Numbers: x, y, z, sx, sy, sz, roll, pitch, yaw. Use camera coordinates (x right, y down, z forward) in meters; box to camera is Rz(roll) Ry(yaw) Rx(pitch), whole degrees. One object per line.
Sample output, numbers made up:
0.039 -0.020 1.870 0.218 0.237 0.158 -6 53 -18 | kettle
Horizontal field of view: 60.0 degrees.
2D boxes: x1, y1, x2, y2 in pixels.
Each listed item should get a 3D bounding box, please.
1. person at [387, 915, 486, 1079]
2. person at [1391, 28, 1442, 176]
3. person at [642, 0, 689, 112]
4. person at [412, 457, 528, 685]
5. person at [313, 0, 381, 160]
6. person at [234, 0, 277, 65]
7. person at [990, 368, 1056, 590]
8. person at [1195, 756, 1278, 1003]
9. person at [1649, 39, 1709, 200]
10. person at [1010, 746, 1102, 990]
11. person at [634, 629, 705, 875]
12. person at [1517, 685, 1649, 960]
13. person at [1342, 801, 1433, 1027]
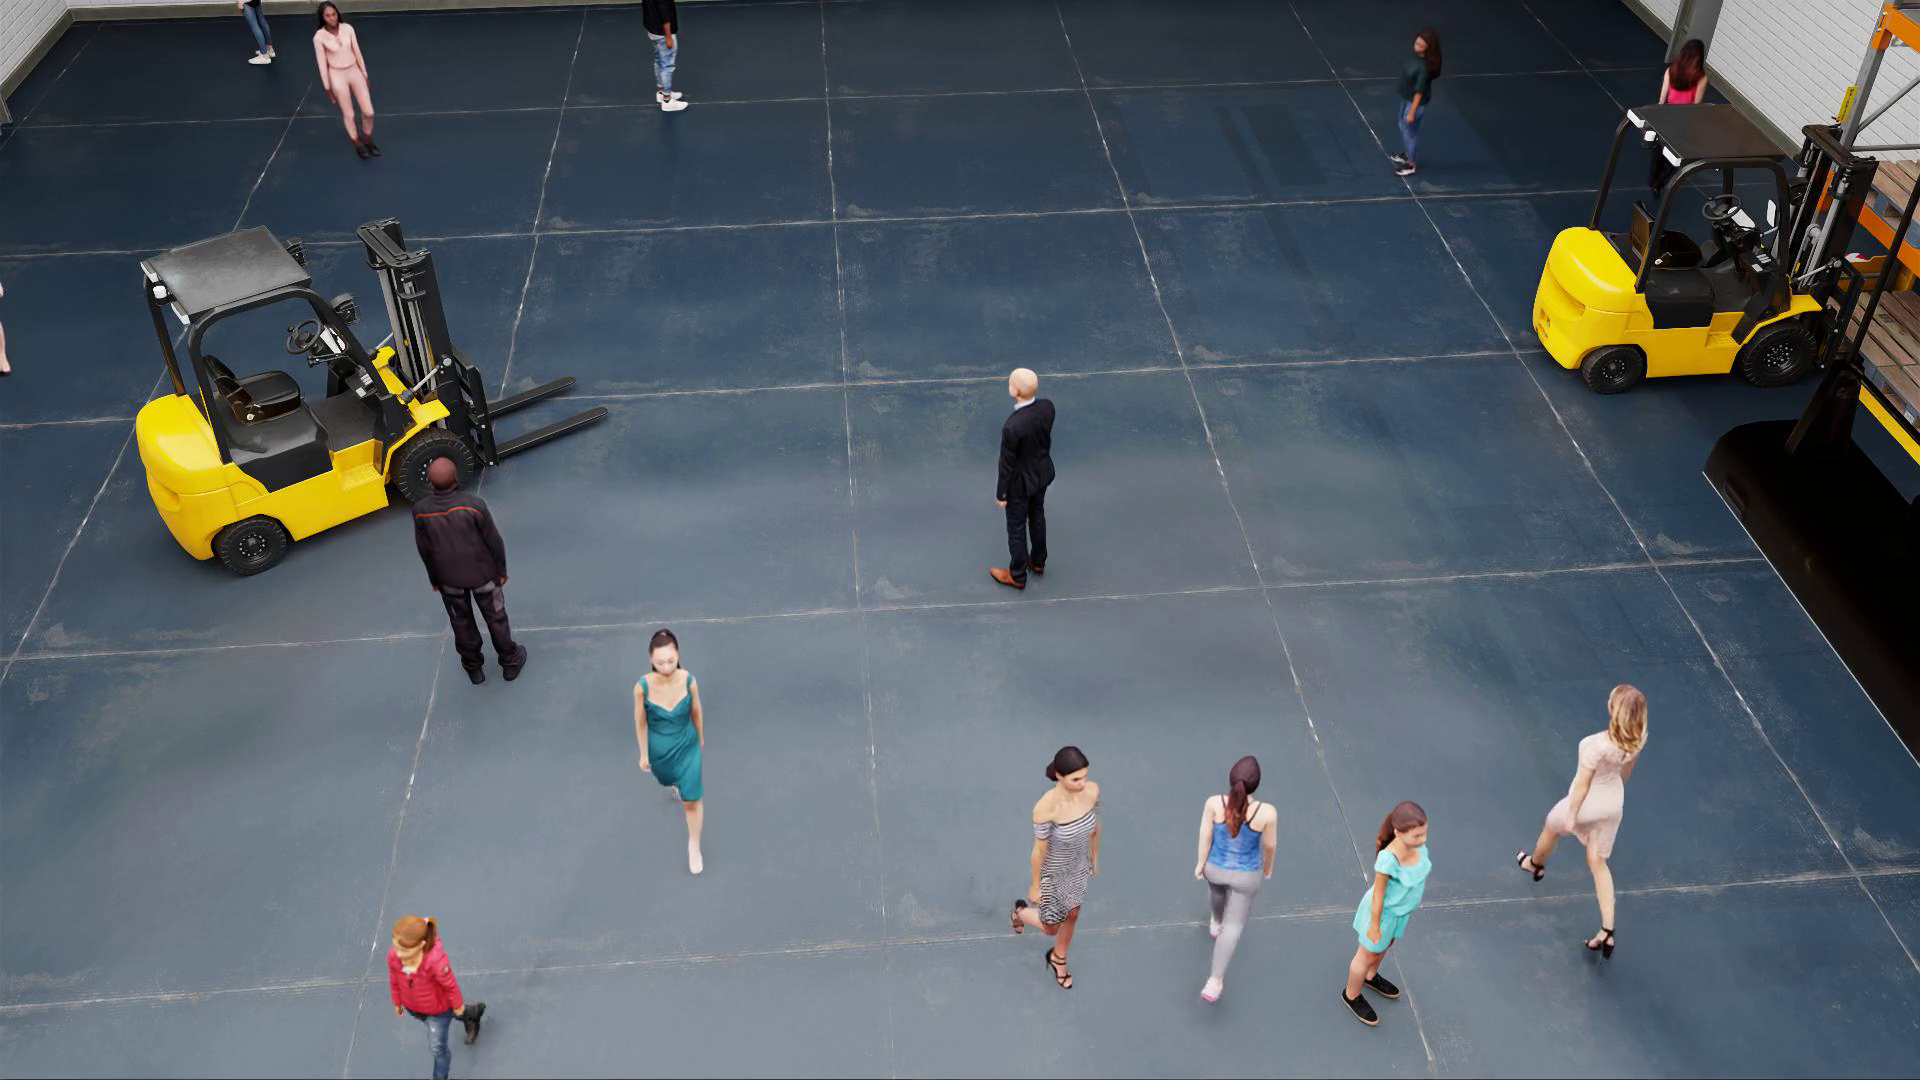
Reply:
-2.757 2.377 8.745 0.764 1.294 0.973 13 41 16 | person
4.698 -4.511 17.125 0.803 1.599 0.583 10 40 13 | person
-3.322 -5.684 18.428 0.817 1.807 0.641 -14 41 -17 | person
-3.273 0.211 11.031 0.693 1.826 0.580 -4 39 -5 | person
-6.465 -4.820 17.428 0.775 1.705 0.808 -28 46 -30 | person
-8.353 -6.419 19.484 0.703 1.638 0.512 1 39 1 | person
0.476 -0.446 11.877 0.802 1.798 0.758 31 48 33 | person
1.481 1.867 9.156 0.834 1.578 1.116 12 40 15 | person
7.154 -4.183 16.680 0.913 1.643 0.963 30 47 32 | person
0.494 1.761 9.101 0.806 1.812 0.891 -23 44 -26 | person
-1.728 1.194 9.937 0.595 1.655 1.022 -6 39 -7 | person
3.610 1.583 9.343 0.773 1.790 1.179 -11 40 -14 | person
2.323 1.985 9.026 0.647 1.558 0.697 -31 48 -33 | person
